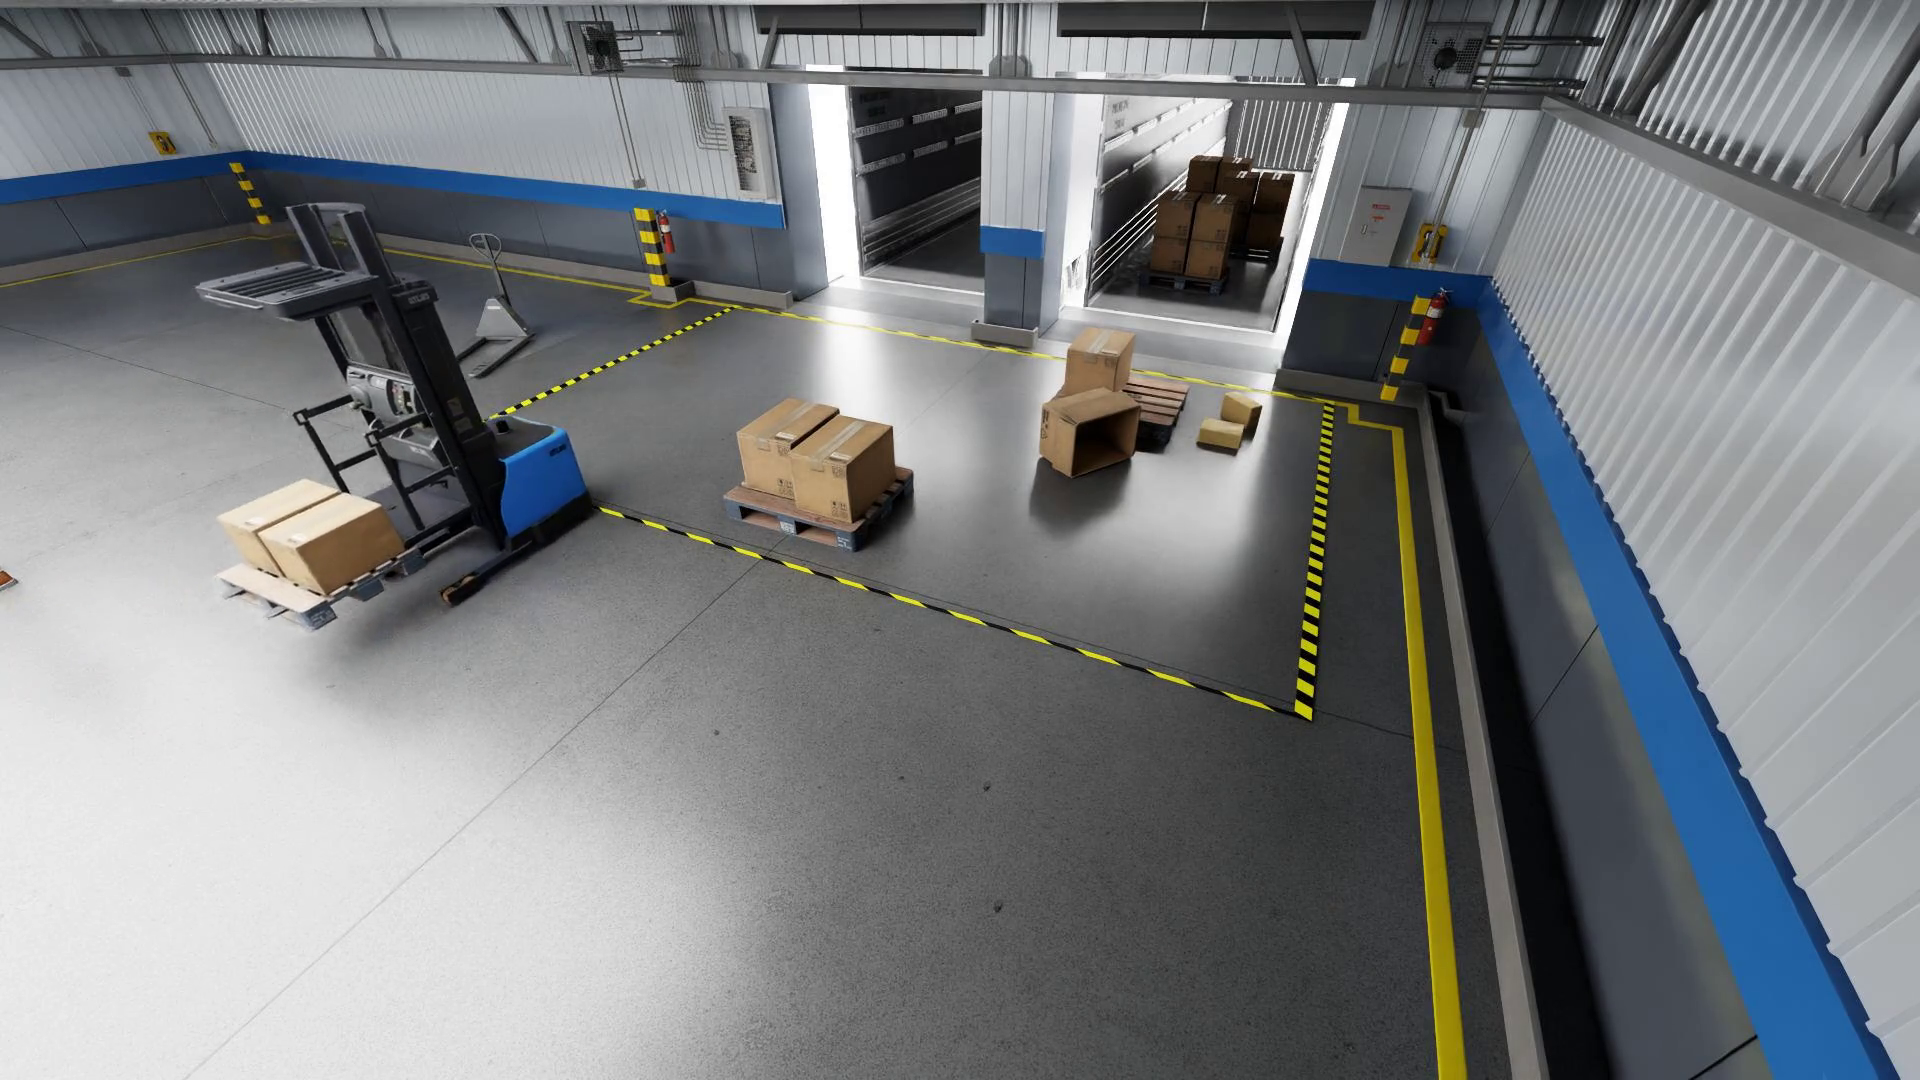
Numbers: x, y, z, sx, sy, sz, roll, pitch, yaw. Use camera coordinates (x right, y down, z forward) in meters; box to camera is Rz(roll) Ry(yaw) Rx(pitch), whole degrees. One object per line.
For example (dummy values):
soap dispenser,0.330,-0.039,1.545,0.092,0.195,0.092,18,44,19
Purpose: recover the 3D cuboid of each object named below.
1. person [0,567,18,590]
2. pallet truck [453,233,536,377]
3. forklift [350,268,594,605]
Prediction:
person,-6.921,-0.437,4.622,0.613,1.945,0.401,16,39,21
pallet truck,-5.664,-2.712,8.427,0.680,1.201,1.601,0,35,-1
forklift,-3.459,-0.897,5.189,0.716,2.013,0.776,15,38,20
